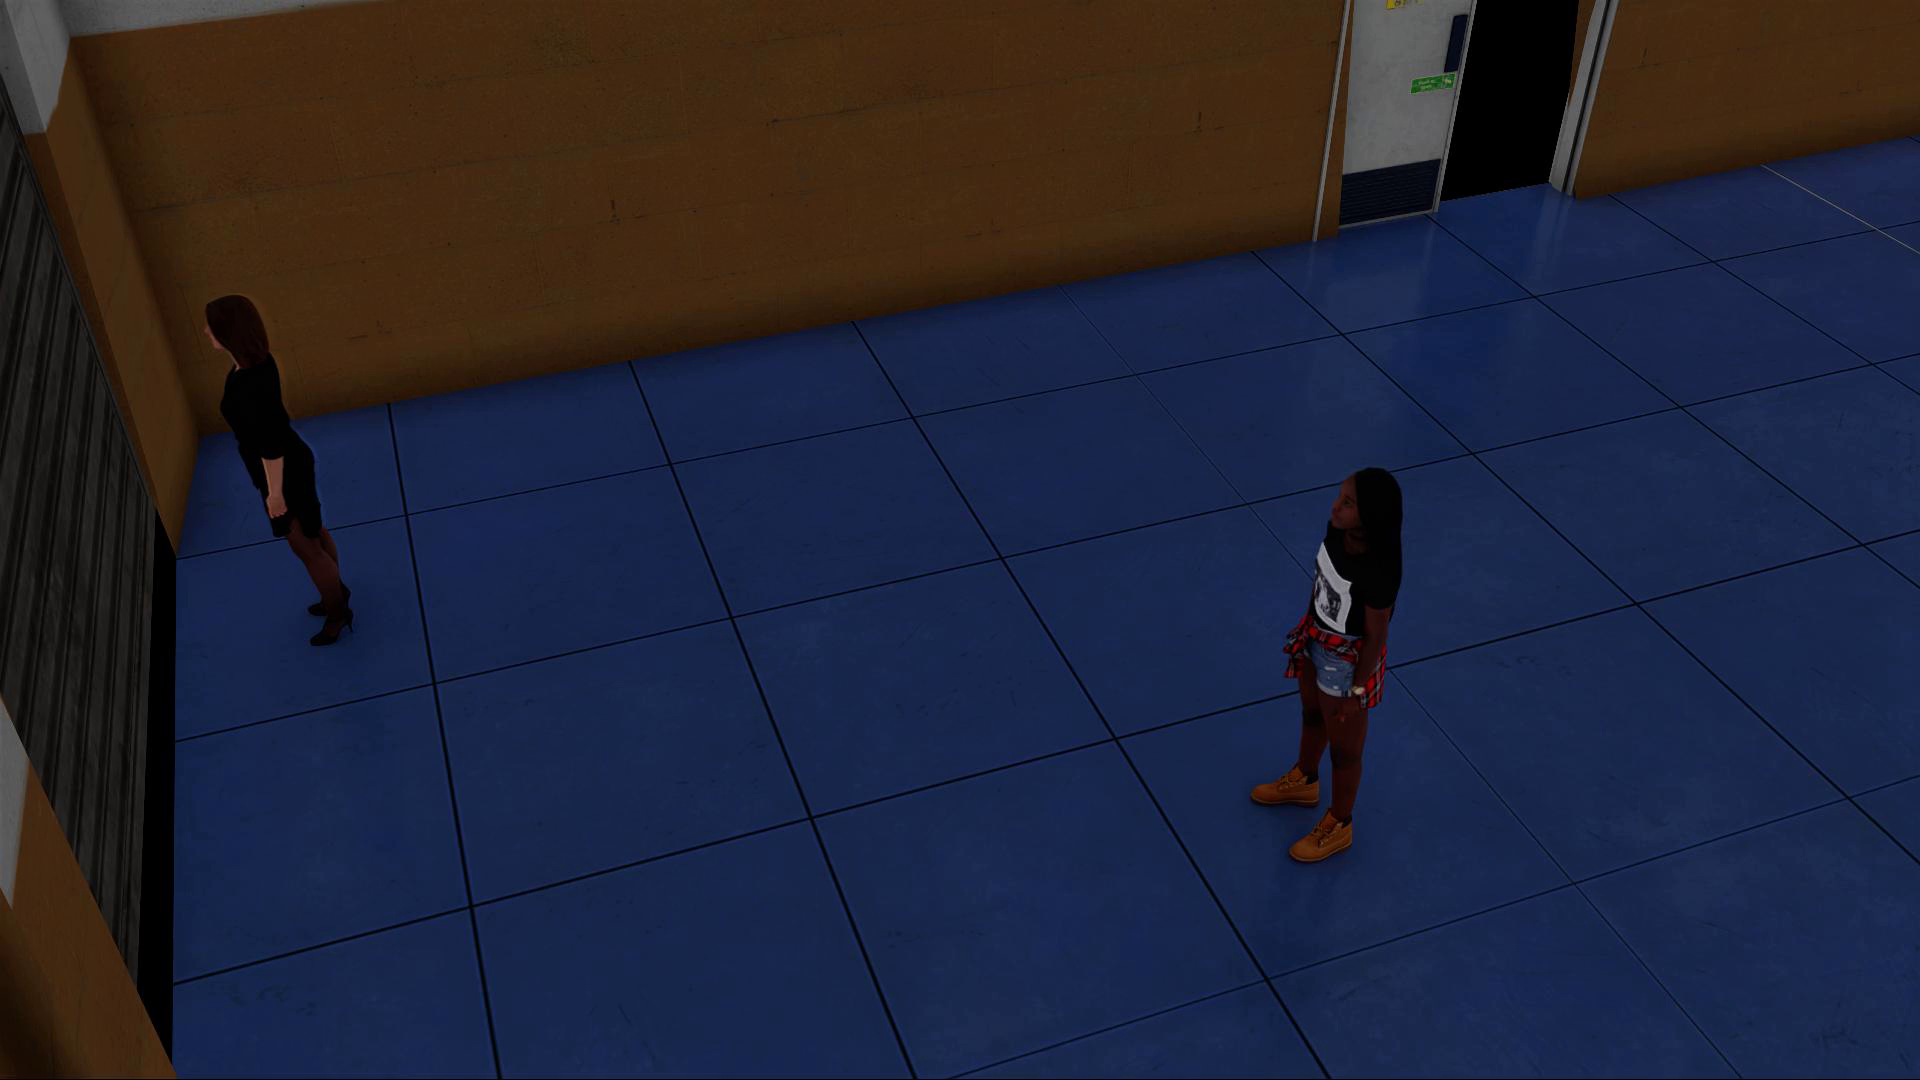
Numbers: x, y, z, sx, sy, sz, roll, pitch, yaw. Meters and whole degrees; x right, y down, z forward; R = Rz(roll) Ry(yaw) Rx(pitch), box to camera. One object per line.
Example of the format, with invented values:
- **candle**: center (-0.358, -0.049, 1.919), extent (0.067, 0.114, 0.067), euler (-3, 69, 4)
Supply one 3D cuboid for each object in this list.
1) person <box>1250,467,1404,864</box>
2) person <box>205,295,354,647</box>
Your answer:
- **person**: center (1.393, 0.451, 6.109), extent (0.683, 1.728, 0.547), euler (-9, 38, -12)
- **person**: center (-2.878, -0.280, 7.088), extent (0.654, 1.705, 0.443), euler (-10, 38, -13)
